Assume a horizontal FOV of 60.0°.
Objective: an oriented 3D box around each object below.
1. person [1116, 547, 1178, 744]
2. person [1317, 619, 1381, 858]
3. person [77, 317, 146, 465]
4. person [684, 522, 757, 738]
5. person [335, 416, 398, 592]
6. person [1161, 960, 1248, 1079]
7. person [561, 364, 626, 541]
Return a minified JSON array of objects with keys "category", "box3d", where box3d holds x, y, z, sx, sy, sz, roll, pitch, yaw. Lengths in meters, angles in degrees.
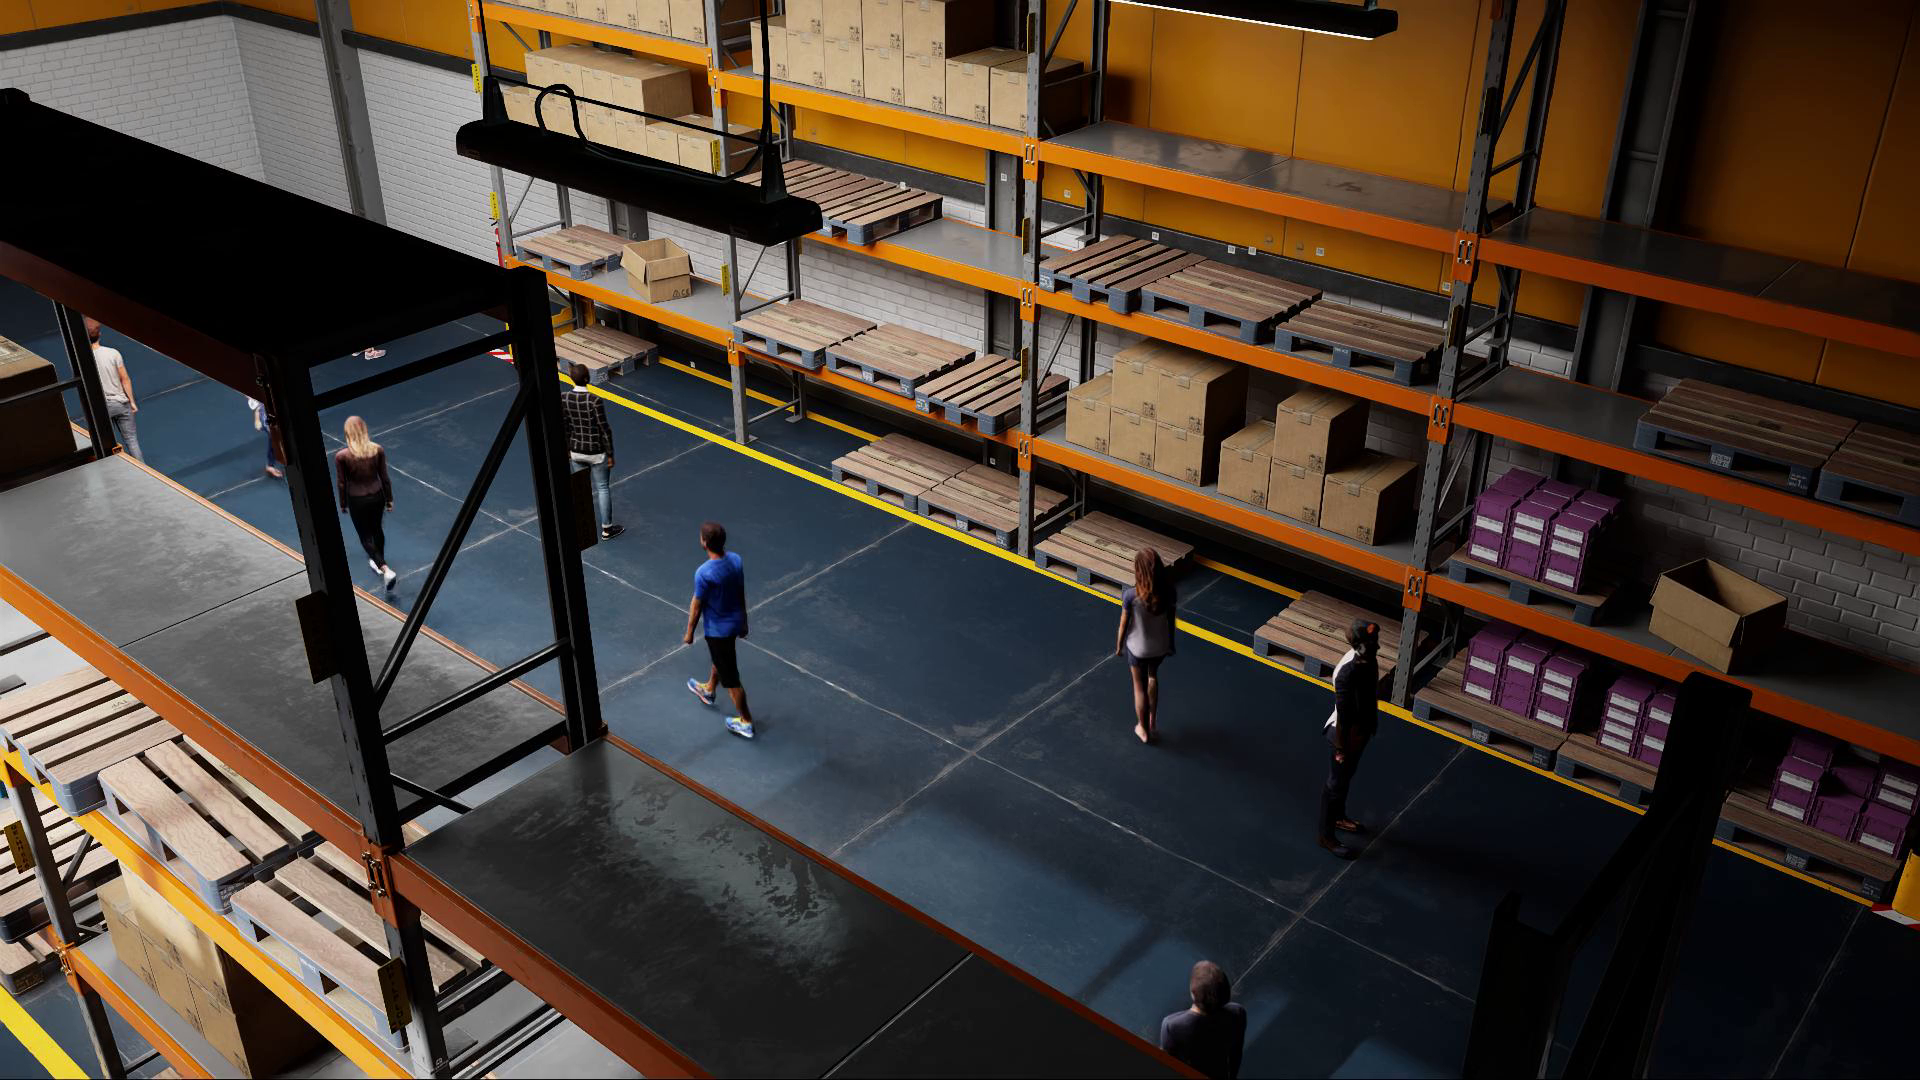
[{"category":"person","box3d":[1.511,0.886,13.117,0.737,1.720,0.769,-8,30,-14]},{"category":"person","box3d":[2.816,1.389,12.015,0.646,1.893,0.723,15,32,26]},{"category":"person","box3d":[-8.740,-1.377,17.080,0.741,1.898,0.715,-13,31,-23]},{"category":"person","box3d":[-1.816,0.754,13.241,1.102,1.834,0.692,17,33,28]},{"category":"person","box3d":[-5.460,-0.315,15.360,0.708,1.681,1.059,-22,36,-35]},{"category":"person","box3d":[1.286,3.015,9.036,0.749,1.890,0.769,-8,30,-15]},{"category":"person","box3d":[-3.627,-0.860,16.214,0.656,1.819,0.801,7,29,13]}]
